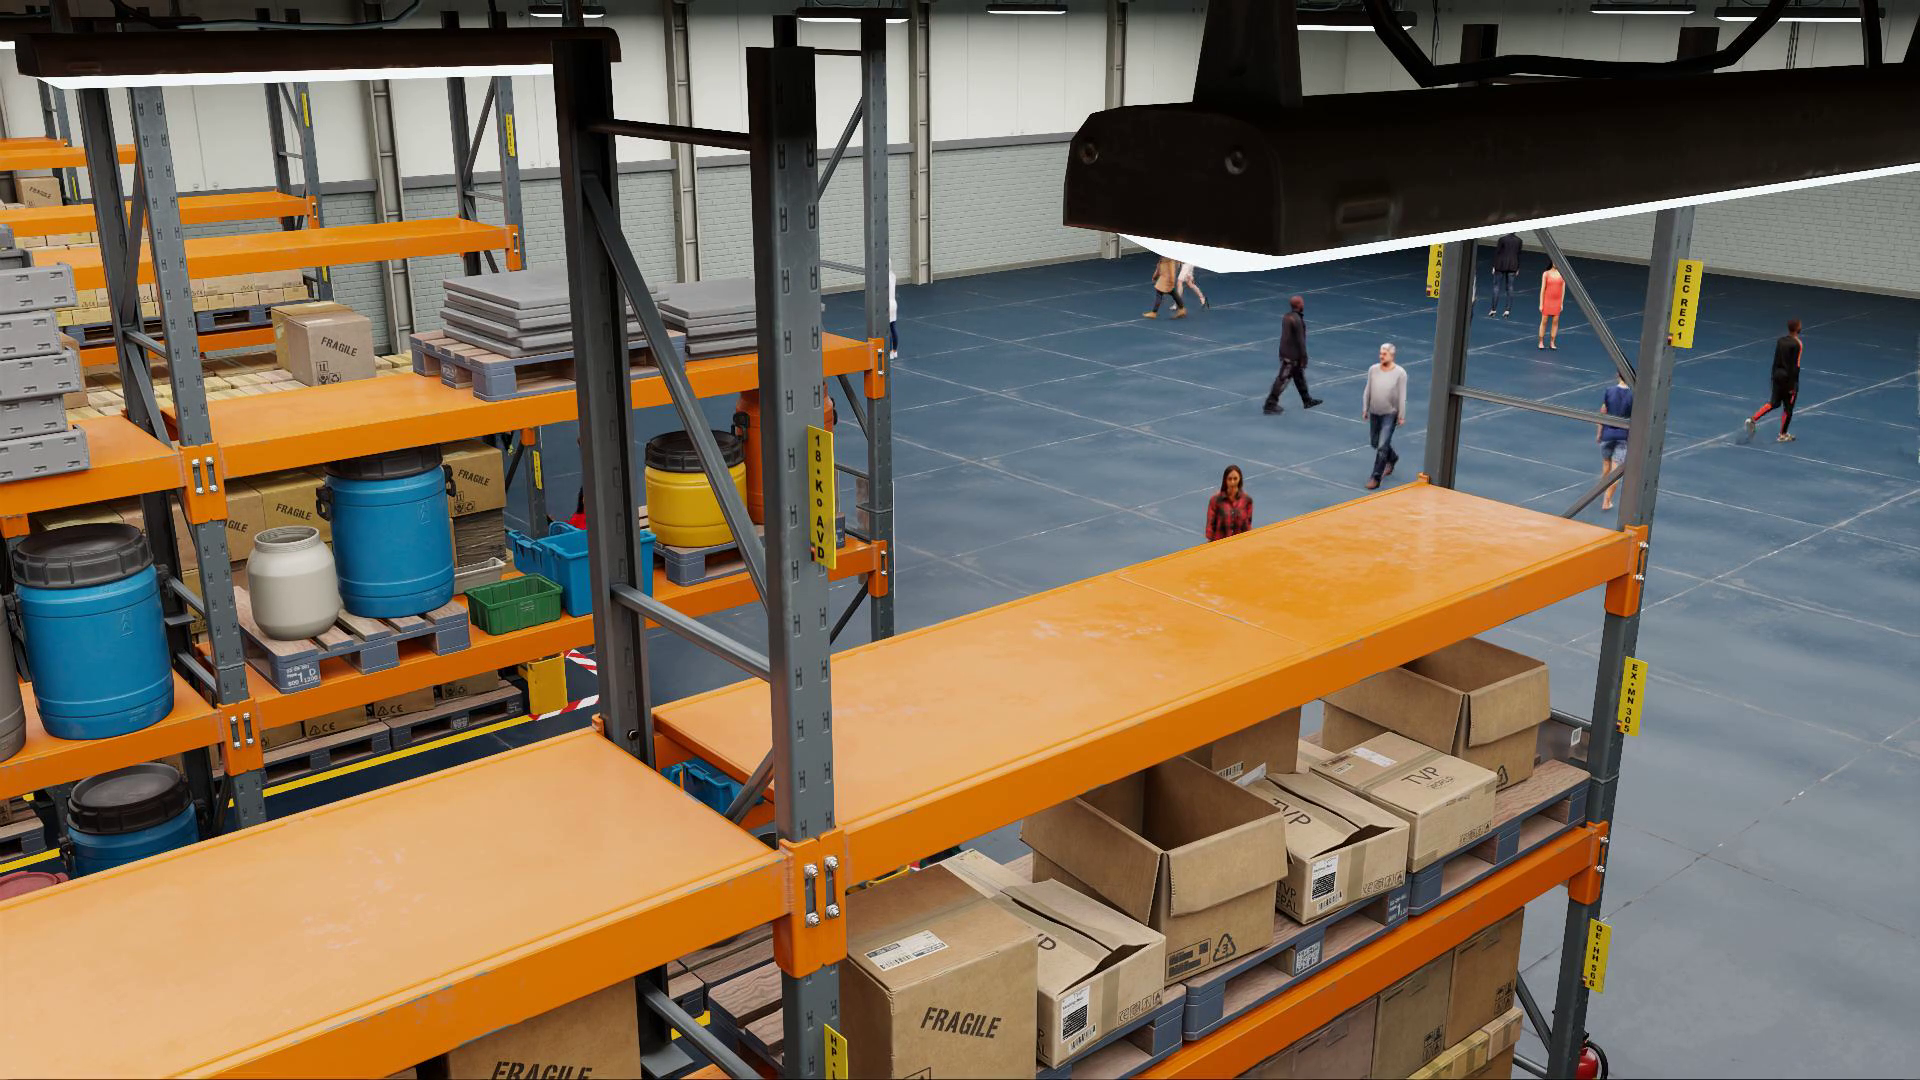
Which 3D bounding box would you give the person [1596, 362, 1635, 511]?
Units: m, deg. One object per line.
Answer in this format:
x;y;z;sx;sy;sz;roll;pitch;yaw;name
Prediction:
8.124;-1.248;20.596;0.880;1.802;1.185;10;21;29;person

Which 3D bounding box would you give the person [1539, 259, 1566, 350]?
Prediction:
10.737;-4.318;30.163;0.647;1.717;0.708;1;18;4;person

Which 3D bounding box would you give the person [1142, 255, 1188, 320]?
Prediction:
4.184;-5.199;32.924;1.241;1.681;1.055;-2;18;-7;person

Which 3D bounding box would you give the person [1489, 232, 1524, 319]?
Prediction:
9.839;-4.921;30.097;0.819;1.782;0.791;1;18;4;person

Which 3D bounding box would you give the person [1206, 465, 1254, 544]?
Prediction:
2.705;0.064;16.728;0.685;1.702;0.767;-1;18;-2;person

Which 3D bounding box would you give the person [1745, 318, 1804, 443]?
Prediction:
11.691;-2.260;23.731;1.127;1.785;0.908;-5;19;-14;person

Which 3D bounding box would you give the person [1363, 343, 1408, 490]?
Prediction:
5.567;-1.639;21.667;0.813;1.882;1.181;17;24;42;person

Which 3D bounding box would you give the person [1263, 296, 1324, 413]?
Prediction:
4.989;-2.805;25.407;1.351;1.784;1.120;-3;18;-10;person
